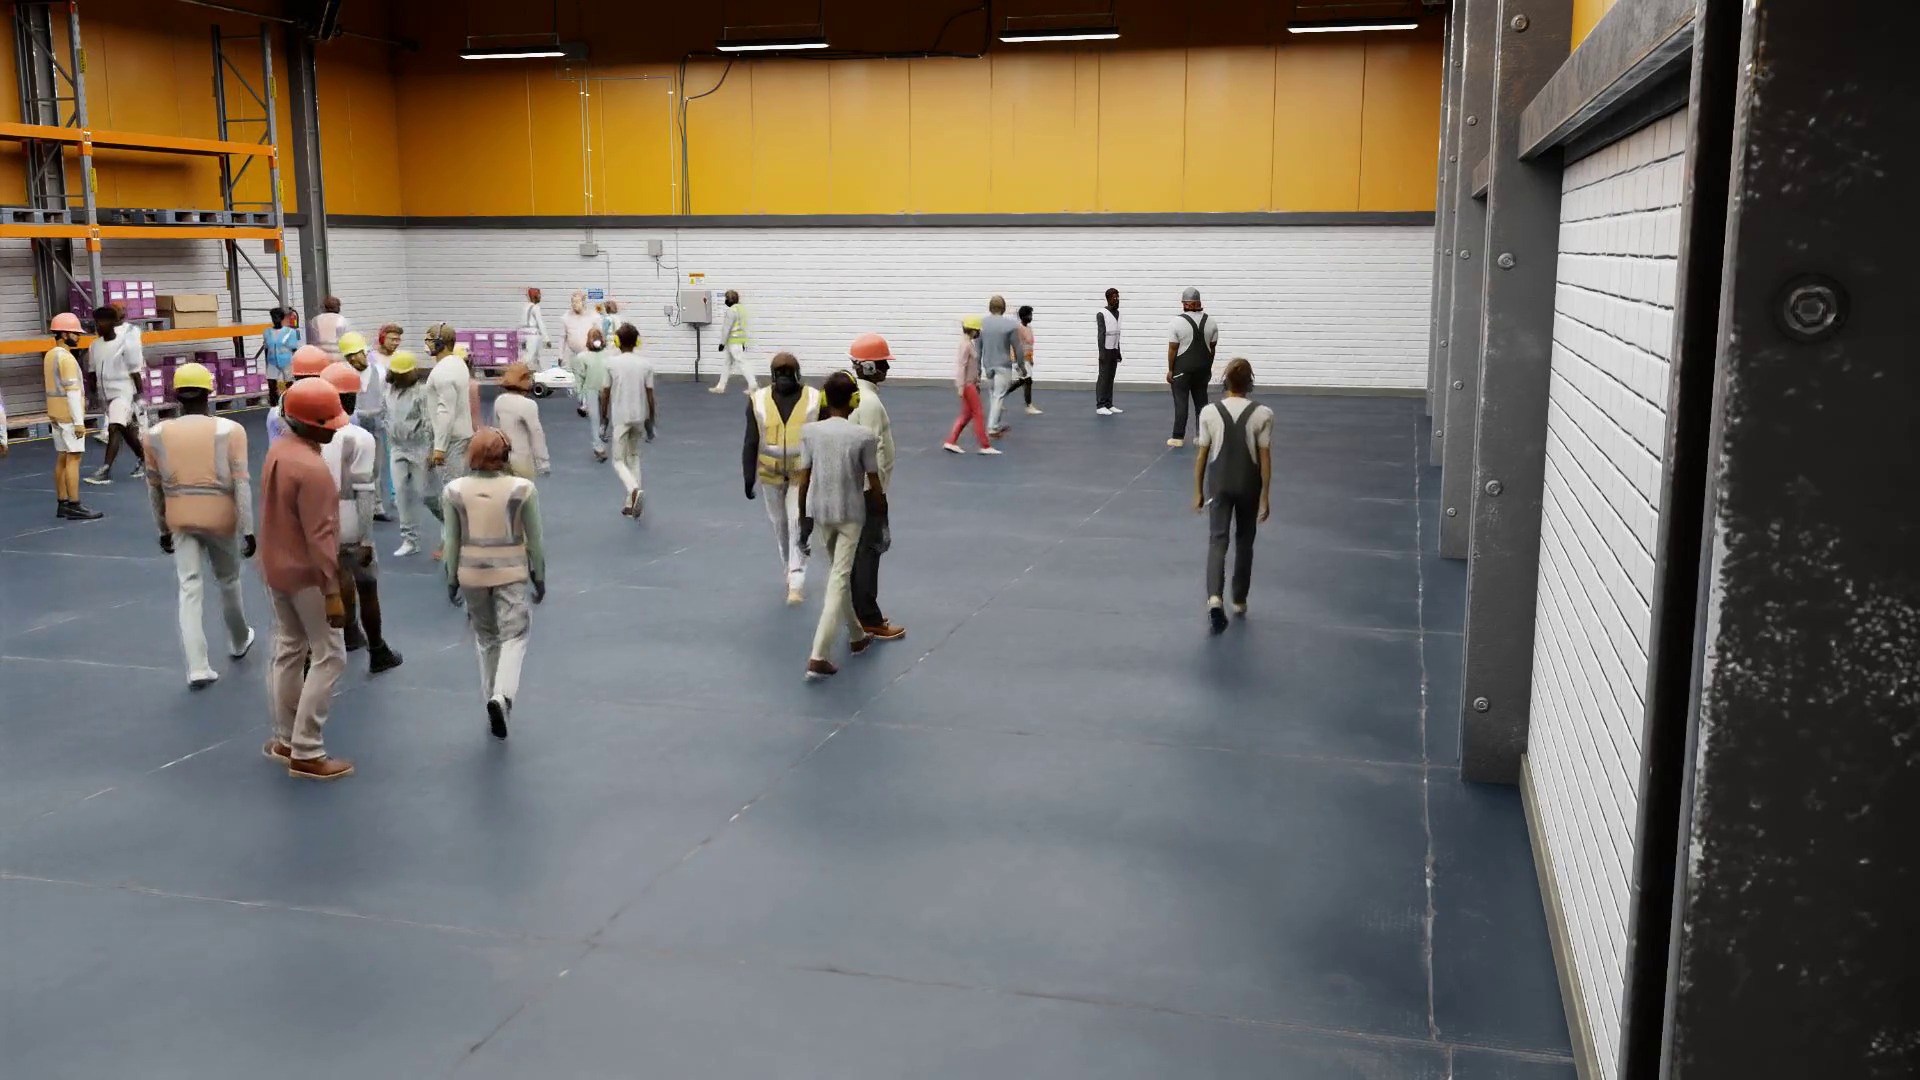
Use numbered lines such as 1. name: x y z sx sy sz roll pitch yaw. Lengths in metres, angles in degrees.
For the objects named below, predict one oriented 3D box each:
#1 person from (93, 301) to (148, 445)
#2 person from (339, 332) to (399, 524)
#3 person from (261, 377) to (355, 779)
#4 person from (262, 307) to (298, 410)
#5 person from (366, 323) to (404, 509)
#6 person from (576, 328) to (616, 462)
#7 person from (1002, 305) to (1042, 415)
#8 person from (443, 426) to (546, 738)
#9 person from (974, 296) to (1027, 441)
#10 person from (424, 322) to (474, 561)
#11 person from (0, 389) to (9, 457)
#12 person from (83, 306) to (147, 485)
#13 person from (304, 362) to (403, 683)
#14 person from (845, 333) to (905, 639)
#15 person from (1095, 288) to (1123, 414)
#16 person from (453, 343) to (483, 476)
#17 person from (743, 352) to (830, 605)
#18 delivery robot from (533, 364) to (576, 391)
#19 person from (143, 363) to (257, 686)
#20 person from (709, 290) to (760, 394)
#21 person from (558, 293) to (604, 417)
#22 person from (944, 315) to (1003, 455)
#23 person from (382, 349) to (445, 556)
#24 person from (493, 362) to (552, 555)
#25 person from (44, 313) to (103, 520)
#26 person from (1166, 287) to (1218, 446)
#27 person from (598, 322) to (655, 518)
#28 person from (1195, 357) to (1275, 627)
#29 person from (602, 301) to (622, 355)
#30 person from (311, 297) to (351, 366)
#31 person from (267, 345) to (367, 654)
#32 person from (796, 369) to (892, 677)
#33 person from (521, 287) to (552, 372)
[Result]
1. person: -10.833 -2.144 21.438 0.600 1.837 0.959 1 10 7
2. person: -5.383 -0.972 14.989 0.642 1.789 0.612 -7 12 -35
3. person: -3.208 0.181 8.045 0.815 1.948 0.361 9 13 41
4. person: -10.117 -2.656 24.856 0.536 1.660 0.783 0 10 2
5. person: -5.658 -1.231 16.386 0.581 1.809 0.678 -5 11 -28
6. person: -4.304 -1.736 19.865 0.501 1.586 0.859 -6 12 -30
7. person: 0.882 -2.746 25.351 0.748 1.668 0.565 3 11 19
8. person: -2.447 0.220 8.719 0.524 1.618 0.703 0 10 -2
9. person: 0.558 -2.289 22.127 0.642 1.898 0.875 6 12 32
10. person: -4.160 -0.798 13.555 0.370 1.941 0.627 -1 10 -4
11. person: -8.428 -0.876 14.112 0.563 1.906 0.873 -3 10 -15
12. person: -9.219 -1.590 18.130 0.633 1.912 1.018 4 11 21
13. person: -3.626 -0.073 9.615 0.587 1.896 0.975 2 10 10
14. person: -0.593 -0.351 10.867 0.382 1.995 0.612 -3 11 -19
15. person: 2.276 -2.887 25.444 0.394 1.920 0.587 7 12 35
16. person: -4.151 -0.817 14.202 0.530 1.745 0.532 -7 12 -33
17. person: -1.264 -0.486 12.240 0.638 1.807 0.942 1 10 3
18. delivery robot: -6.853 -2.738 28.195 0.707 0.478 0.477 0 10 1
19. person: -4.502 -0.115 9.899 0.597 1.865 1.028 -2 10 -12
20. person: -3.893 -3.412 28.784 0.949 1.804 0.630 1 10 5
21. person: -5.736 -2.790 25.098 0.666 1.849 1.020 1 10 7
22. person: 0.149 -1.886 20.384 0.726 1.719 0.558 1 10 4
23. person: -4.543 -0.742 13.866 0.494 1.714 0.550 3 10 15
24. person: -3.557 -0.631 13.502 0.519 1.624 0.327 9 13 41
25. person: -8.337 -1.158 15.603 0.550 1.933 0.374 10 14 43
26. person: 2.924 -2.224 21.343 0.682 2.000 0.537 -4 11 -21
27. person: -3.074 -1.092 15.484 0.536 1.845 0.673 -6 12 -30
28. person: 1.845 -0.326 11.248 0.522 1.816 0.892 3 10 14
29. person: -6.108 -3.444 29.529 0.817 1.608 0.510 2 10 12
30. person: -9.299 -2.706 24.775 0.631 1.792 0.933 0 10 2
31. person: -4.024 -0.248 10.454 0.551 1.939 0.367 -3 10 -17
32. person: -0.700 -0.118 10.050 0.528 1.818 0.996 4 11 21
33. person: -7.512 -3.549 29.468 1.010 1.825 0.588 -6 12 -31
